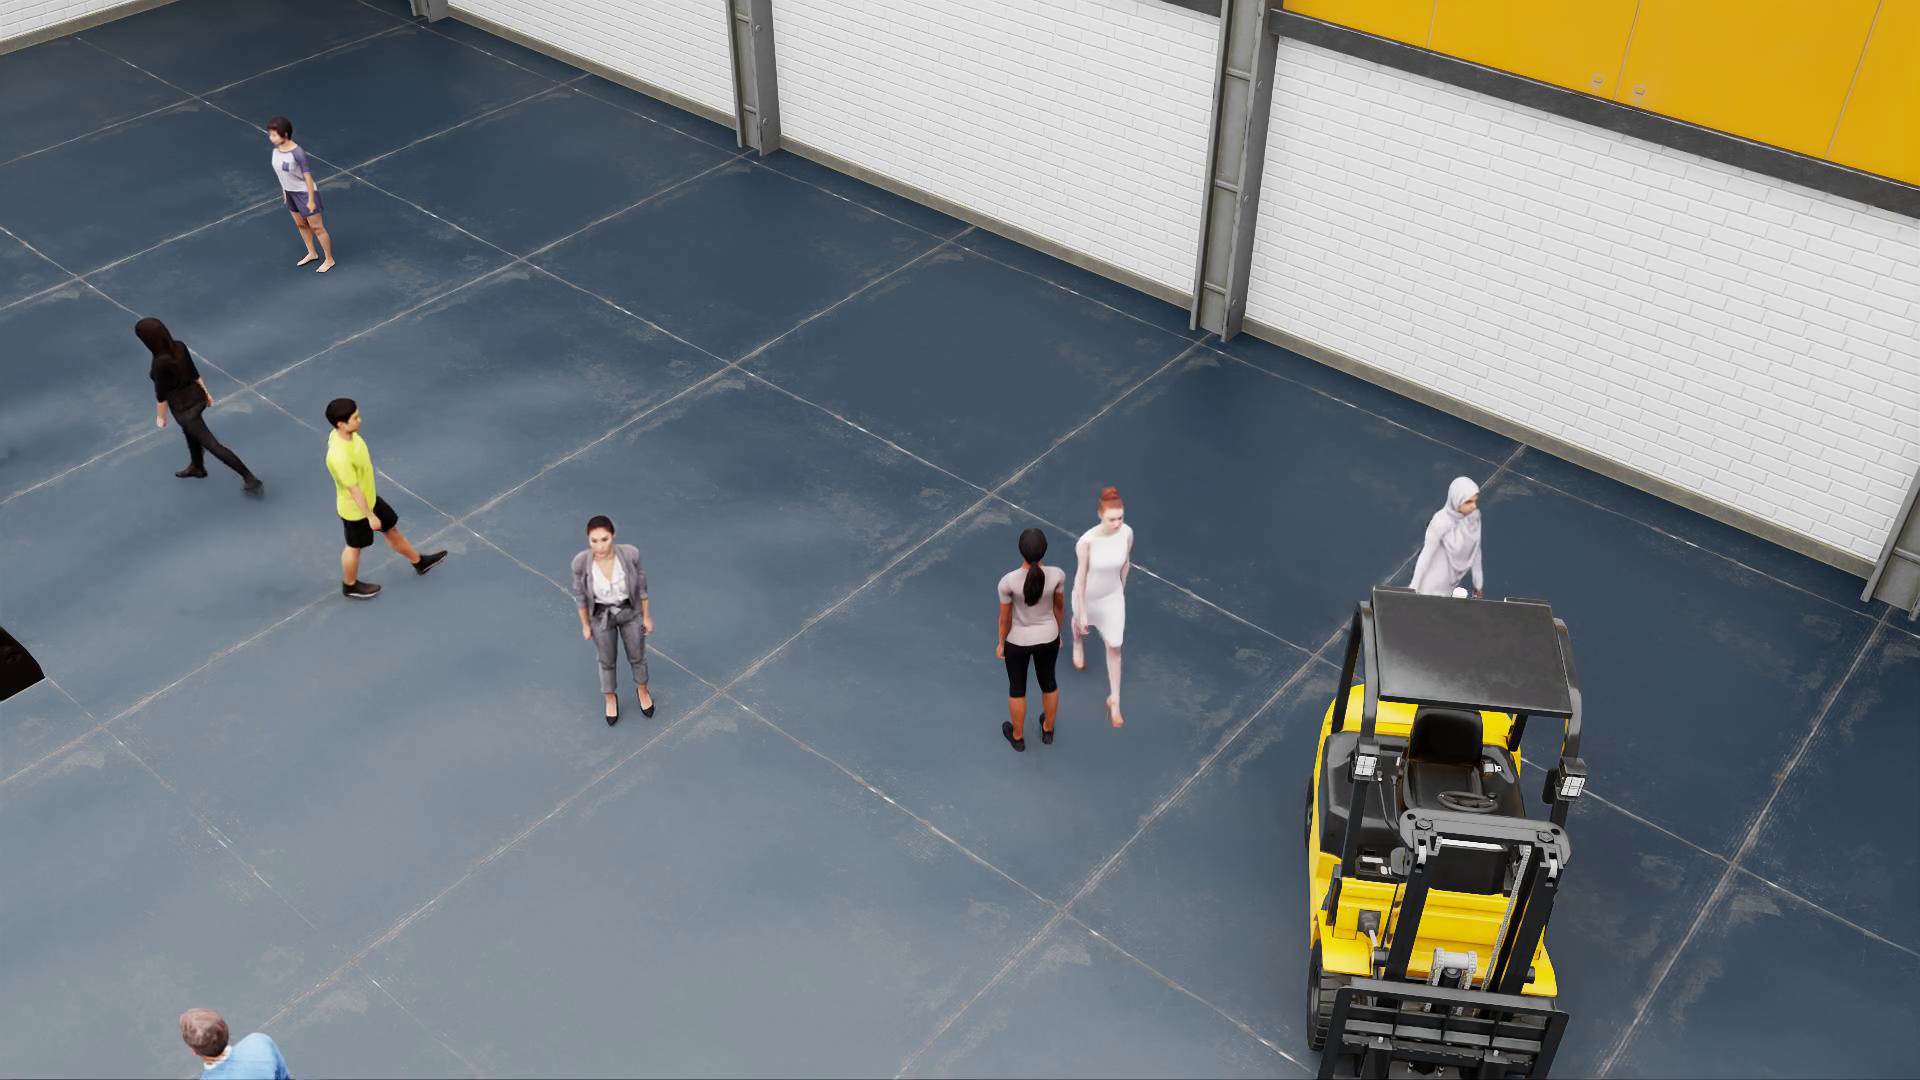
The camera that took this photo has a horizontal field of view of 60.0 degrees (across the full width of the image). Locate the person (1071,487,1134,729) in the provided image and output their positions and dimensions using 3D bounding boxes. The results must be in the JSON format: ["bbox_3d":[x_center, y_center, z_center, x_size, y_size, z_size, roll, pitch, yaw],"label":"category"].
[{"bbox_3d":[0.891,0.337,11.154,1.010,1.741,1.173,-8,39,-10],"label":"person"}]

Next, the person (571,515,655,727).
[{"bbox_3d":[-2.269,0.510,10.988,0.729,1.677,0.760,-10,40,-12],"label":"person"}]

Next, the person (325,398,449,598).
[{"bbox_3d":[-4.414,-0.265,11.963,1.083,1.671,1.073,-8,39,-10],"label":"person"}]

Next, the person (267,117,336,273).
[{"bbox_3d":[-6.303,-3.320,15.872,0.496,1.567,0.648,21,43,24],"label":"person"}]

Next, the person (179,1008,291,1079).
[{"bbox_3d":[-3.297,2.875,7.928,0.879,1.801,0.783,14,41,17],"label":"person"}]

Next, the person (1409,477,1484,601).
[{"bbox_3d":[3.173,0.259,11.242,0.820,1.752,1.048,-22,44,-25],"label":"person"}]

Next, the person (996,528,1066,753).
[{"bbox_3d":[0.461,0.646,10.762,0.683,1.746,0.710,-10,40,-12],"label":"person"}]

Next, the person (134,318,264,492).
[{"bbox_3d":[-5.931,-1.012,12.952,1.129,1.605,0.953,6,39,8],"label":"person"}]
